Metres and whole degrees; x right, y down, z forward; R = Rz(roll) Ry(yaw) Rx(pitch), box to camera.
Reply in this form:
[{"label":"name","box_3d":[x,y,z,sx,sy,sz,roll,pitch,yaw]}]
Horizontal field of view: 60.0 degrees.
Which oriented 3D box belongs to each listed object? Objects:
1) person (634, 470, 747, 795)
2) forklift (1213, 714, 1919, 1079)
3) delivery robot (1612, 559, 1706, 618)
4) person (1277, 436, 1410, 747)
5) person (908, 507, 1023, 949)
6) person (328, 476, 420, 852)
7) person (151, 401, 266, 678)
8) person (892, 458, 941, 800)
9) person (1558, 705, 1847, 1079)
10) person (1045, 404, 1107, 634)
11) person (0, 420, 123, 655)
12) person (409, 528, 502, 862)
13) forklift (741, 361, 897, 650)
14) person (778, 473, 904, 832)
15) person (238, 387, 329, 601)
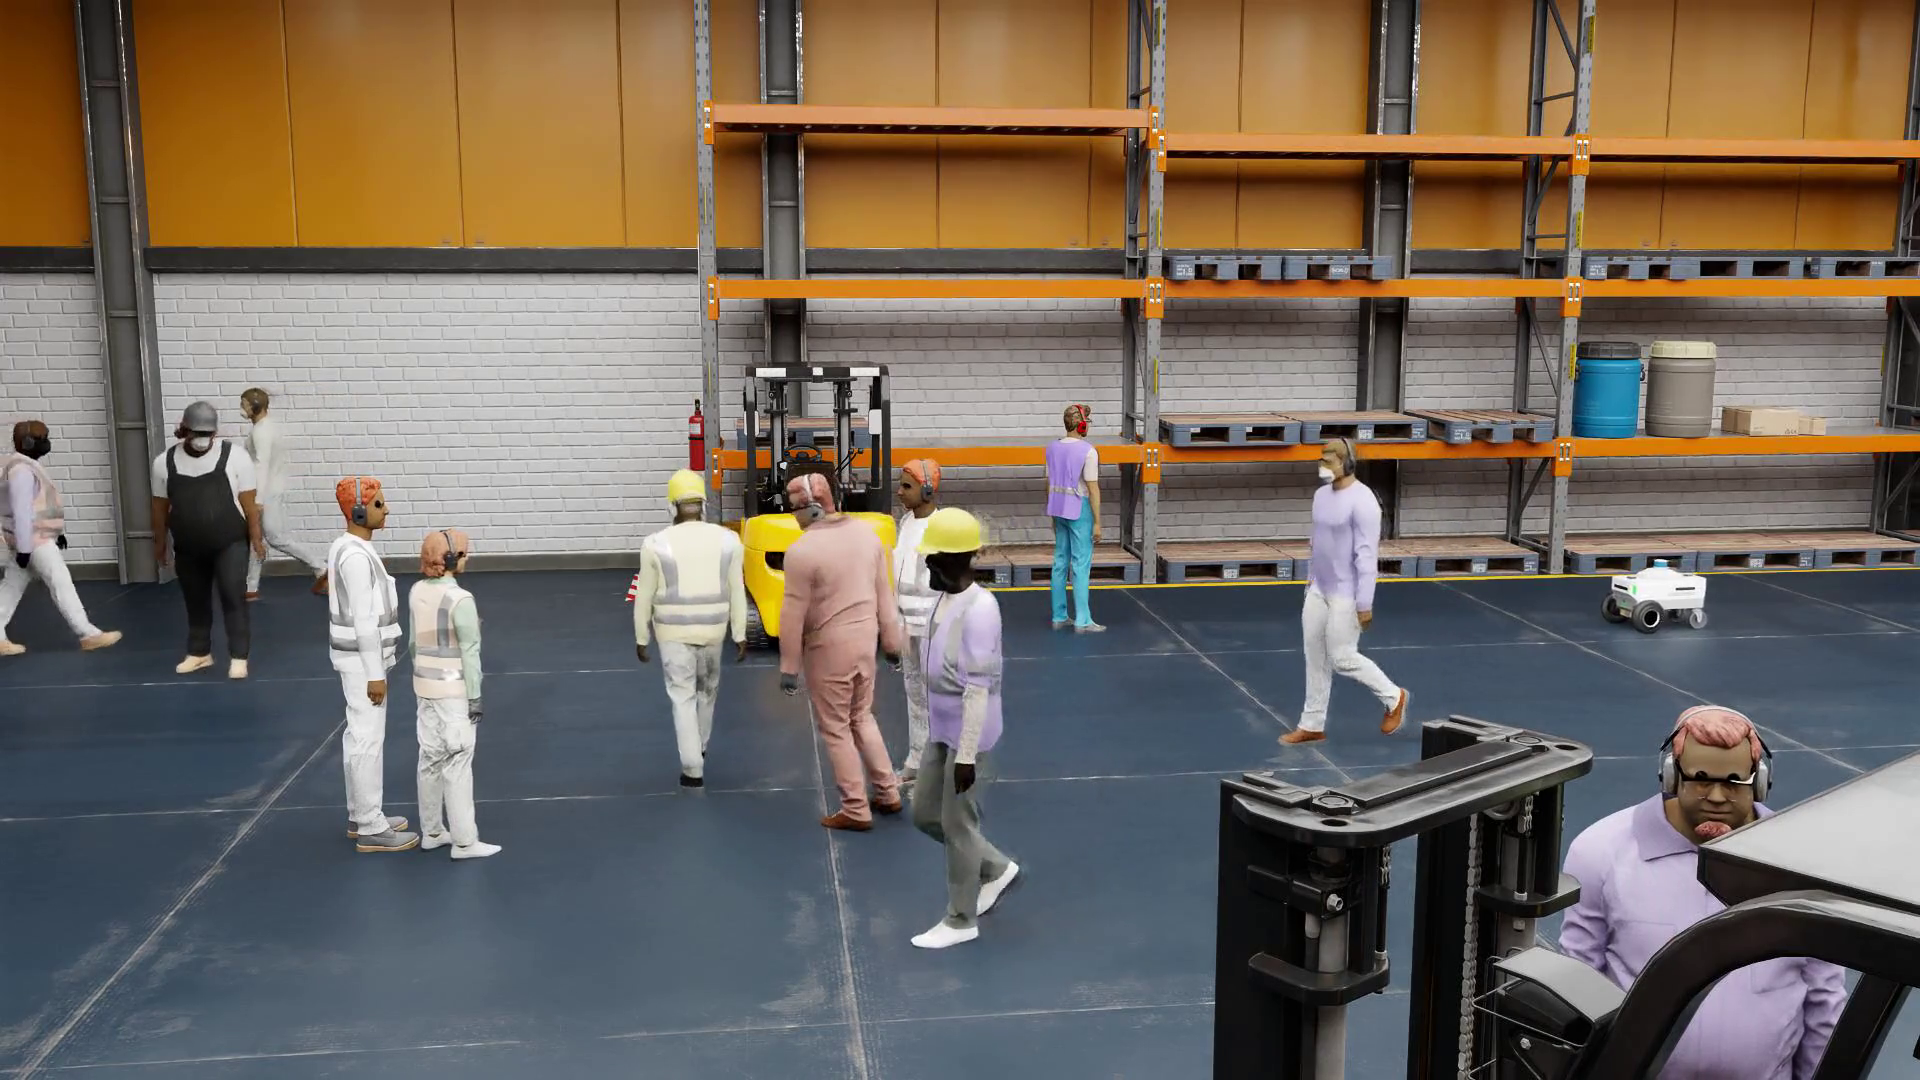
[{"label":"person","box_3d":[-1.548,0.493,9.444,0.614,1.789,0.852,-4,10,-25]},{"label":"forklift","box_3d":[1.441,1.425,2.350,1.214,2.155,2.313,-7,12,-39]},{"label":"delivery robot","box_3d":[5.695,0.401,13.547,0.707,0.478,0.477,-2,9,-13]},{"label":"person","box_3d":[2.341,0.321,10.088,0.762,1.920,0.647,-3,10,-17]},{"label":"person","box_3d":[0.016,0.806,7.092,0.471,1.912,0.590,-3,10,-21]},{"label":"person","box_3d":[-2.973,0.619,8.357,0.356,1.882,0.573,-5,10,-26]},{"label":"person","box_3d":[-5.362,-0.024,11.873,0.765,2.000,0.744,-1,9,-9]},{"label":"person","box_3d":[-0.204,0.488,9.165,0.345,1.882,0.584,-5,10,-28]},{"label":"person","box_3d":[1.735,1.318,3.945,0.644,1.903,0.401,3,9,16]},{"label":"person","box_3d":[0.907,-0.165,13.363,0.390,1.843,0.566,-8,12,-41]},{"label":"person","box_3d":[-6.997,-0.012,12.611,0.965,1.796,0.628,-5,11,-30]},{"label":"person","box_3d":[-2.530,0.761,8.221,0.515,1.640,0.315,8,12,40]},{"label":"forklift","box_3d":[-1.154,-0.340,13.365,1.214,2.155,2.313,-1,9,-7]},{"label":"person","box_3d":[-0.639,0.587,8.602,0.485,1.866,0.670,7,12,38]},{"label":"person","box_3d":[-6.033,-0.399,14.641,0.915,1.914,0.632,-4,10,-23]}]
